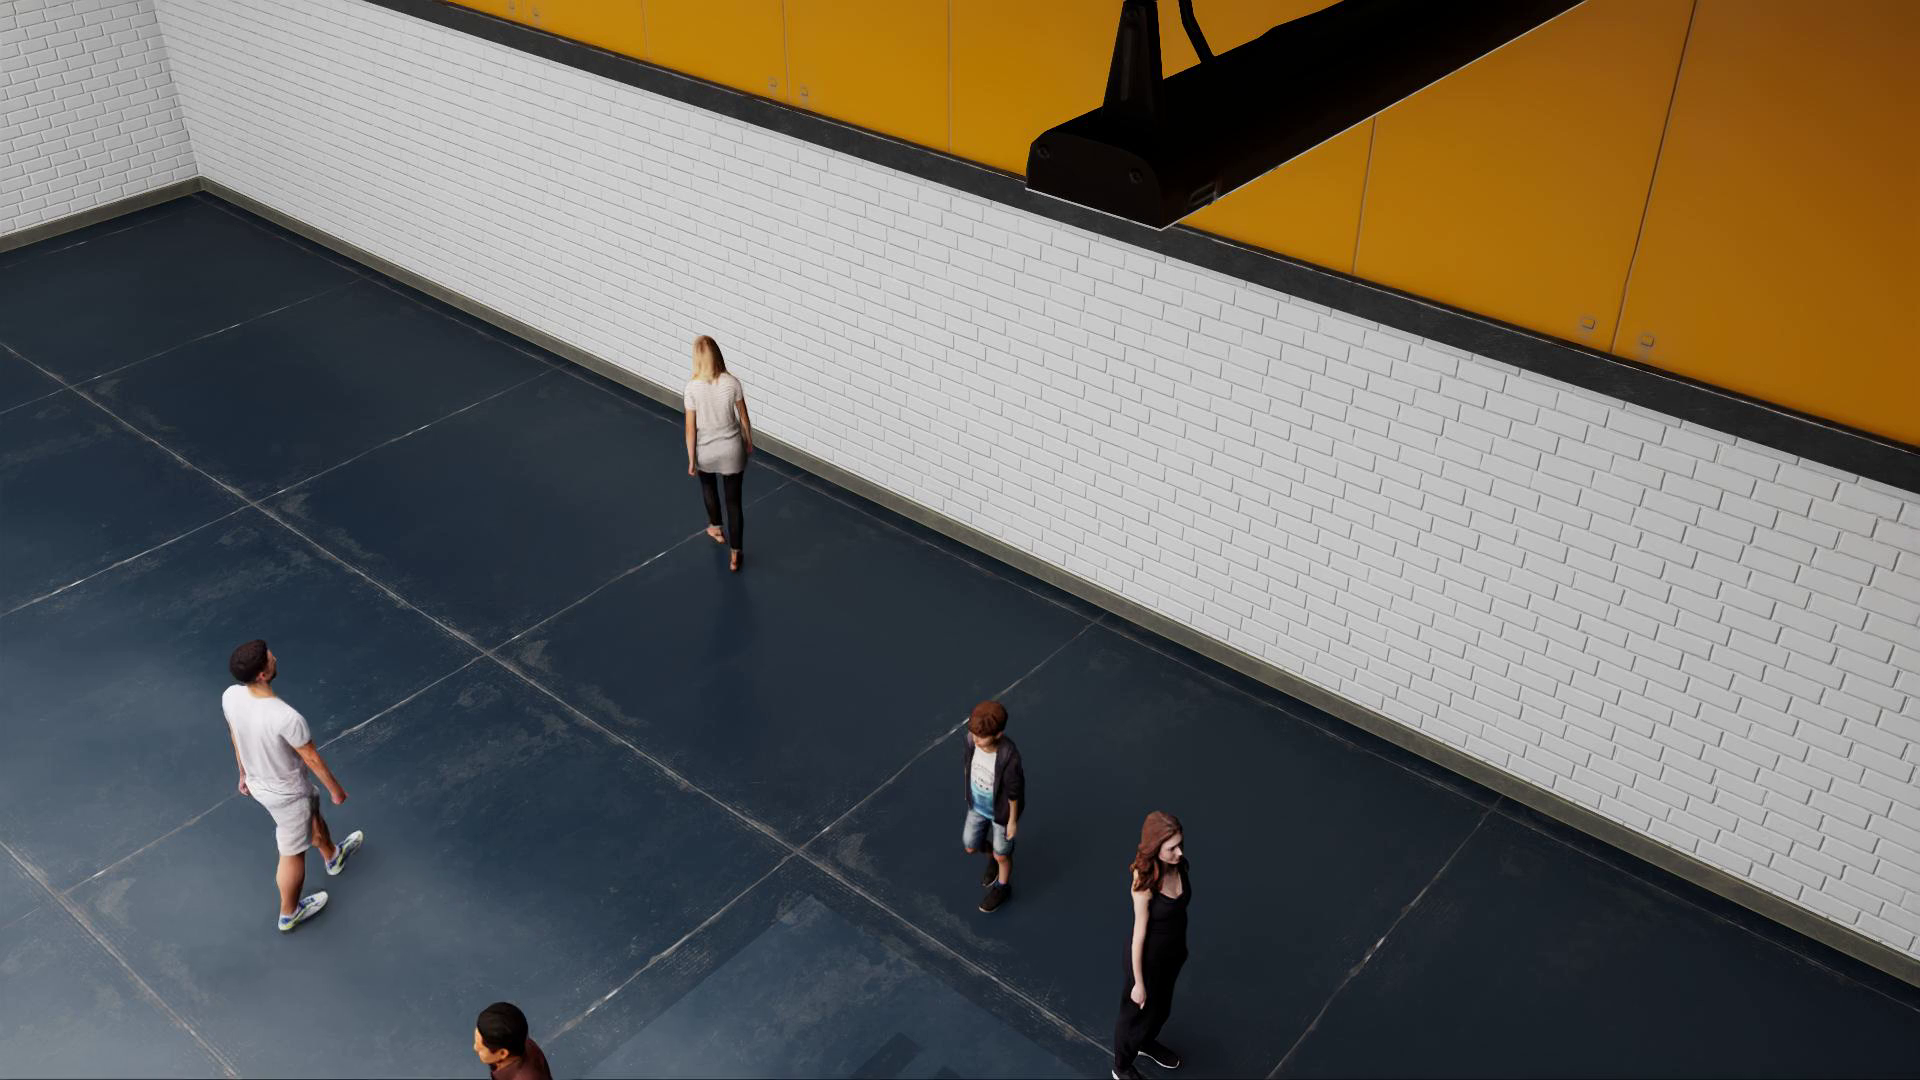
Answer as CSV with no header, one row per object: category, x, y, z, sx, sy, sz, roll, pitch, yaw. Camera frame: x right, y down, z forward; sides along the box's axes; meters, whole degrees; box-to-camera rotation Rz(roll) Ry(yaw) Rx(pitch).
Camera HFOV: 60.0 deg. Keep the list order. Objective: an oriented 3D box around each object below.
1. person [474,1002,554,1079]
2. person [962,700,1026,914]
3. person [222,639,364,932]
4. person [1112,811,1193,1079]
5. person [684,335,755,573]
person,-1.710,2.615,7.129,0.898,1.762,0.850,-10,35,-14
person,0.231,1.430,9.207,0.569,1.435,0.631,21,39,28
person,-3.721,1.370,8.943,0.813,1.828,1.008,18,38,25
person,0.934,1.991,8.081,0.645,1.747,0.447,24,41,32
person,-1.702,-0.563,11.874,0.927,1.802,0.958,-8,34,-12
